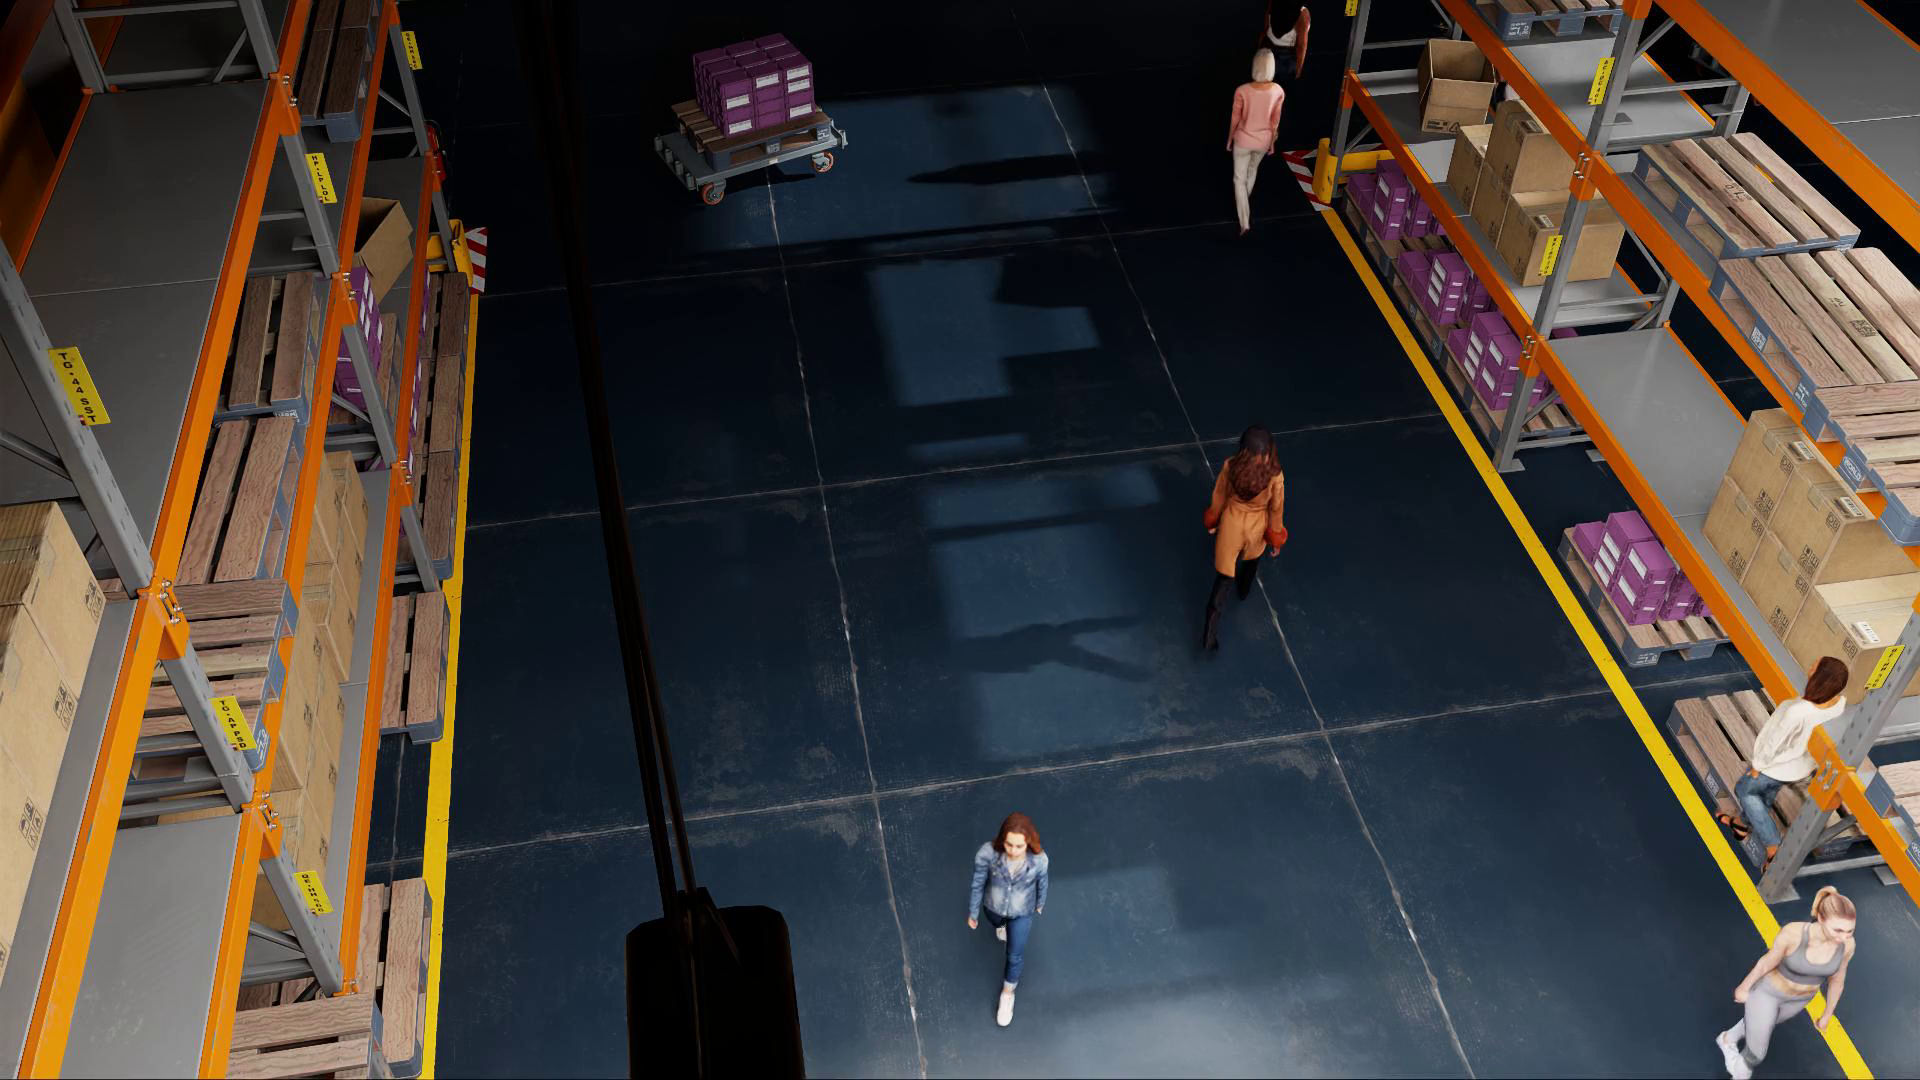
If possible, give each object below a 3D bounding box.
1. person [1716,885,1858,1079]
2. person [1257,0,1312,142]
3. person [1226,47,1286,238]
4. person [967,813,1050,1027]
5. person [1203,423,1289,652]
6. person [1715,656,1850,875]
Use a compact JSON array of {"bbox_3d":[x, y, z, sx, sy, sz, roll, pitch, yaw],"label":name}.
[{"bbox_3d":[4.266,2.302,8.700,0.681,1.683,0.926,1,44,1],"label":"person"},{"bbox_3d":[2.968,-4.503,15.770,0.887,1.784,0.937,33,53,30],"label":"person"},{"bbox_3d":[2.605,-3.507,14.786,0.693,1.699,1.103,-2,44,-2],"label":"person"},{"bbox_3d":[0.274,1.950,9.235,0.789,1.454,1.066,7,44,7],"label":"person"},{"bbox_3d":[1.864,0.020,11.093,1.083,1.687,1.304,14,45,14],"label":"person"},{"bbox_3d":[4.882,1.338,9.720,0.725,1.671,0.883,-16,46,-16],"label":"person"}]
